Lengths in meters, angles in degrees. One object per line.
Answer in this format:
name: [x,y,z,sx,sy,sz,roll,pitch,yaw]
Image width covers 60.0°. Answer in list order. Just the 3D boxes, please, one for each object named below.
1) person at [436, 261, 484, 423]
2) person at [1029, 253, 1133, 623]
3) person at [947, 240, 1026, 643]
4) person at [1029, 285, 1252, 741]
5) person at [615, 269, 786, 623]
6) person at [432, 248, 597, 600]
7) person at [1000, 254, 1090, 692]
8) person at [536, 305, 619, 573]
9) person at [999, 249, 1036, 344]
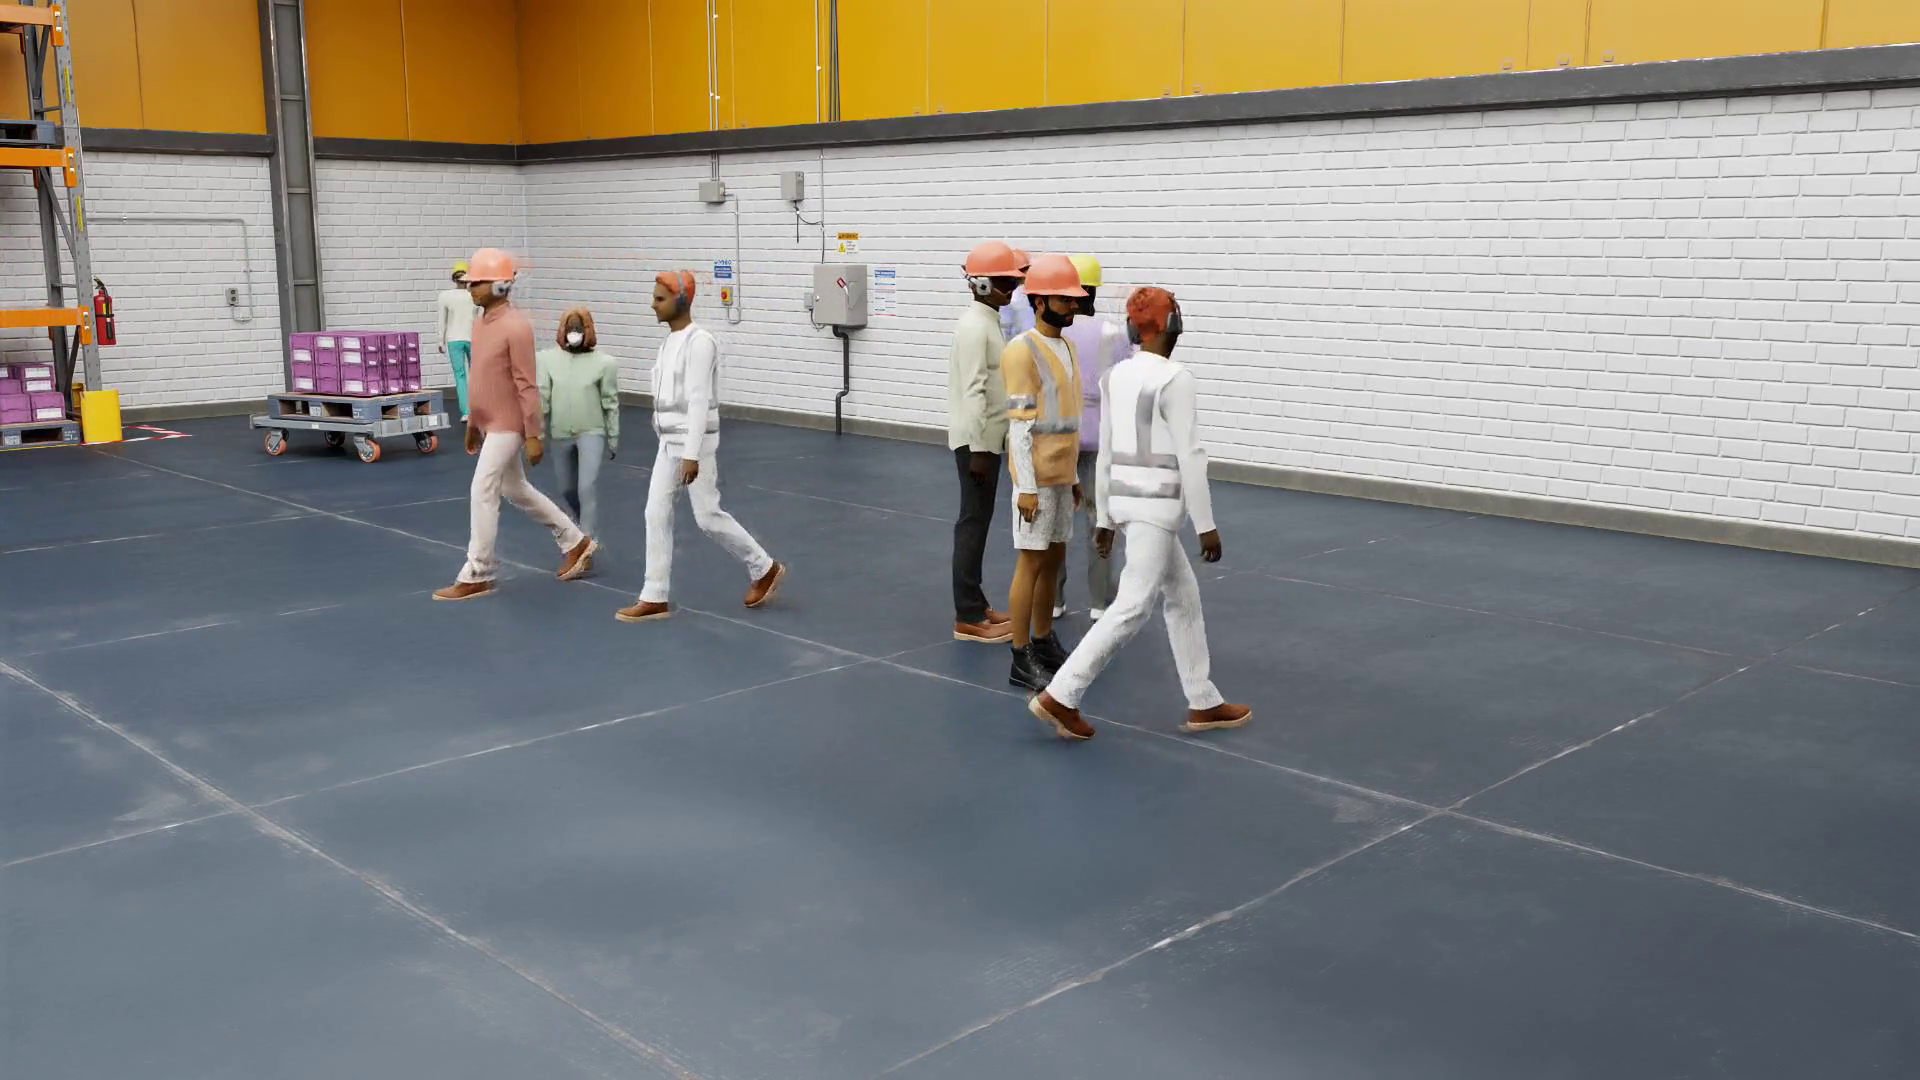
person: [-5.440,-2.162,18.183,0.531,1.733,0.838,-5,11,-23]
person: [0.628,-0.525,8.708,0.587,1.930,0.360,3,11,18]
person: [0.132,-0.494,8.365,0.395,1.994,0.613,1,10,6]
person: [0.718,-0.102,6.684,0.951,1.835,0.608,-3,11,-18]
person: [-1.374,-0.501,8.792,0.886,1.858,0.578,-7,12,-33]
person: [-2.541,-0.669,9.443,0.972,1.966,0.619,-7,13,-34]
person: [0.404,-0.297,7.448,0.356,1.938,0.545,5,12,27]
person: [-2.342,-0.649,10.273,0.504,1.605,0.757,1,10,4]
person: [0.574,-1.531,14.285,0.589,1.904,0.494,-5,11,-25]
